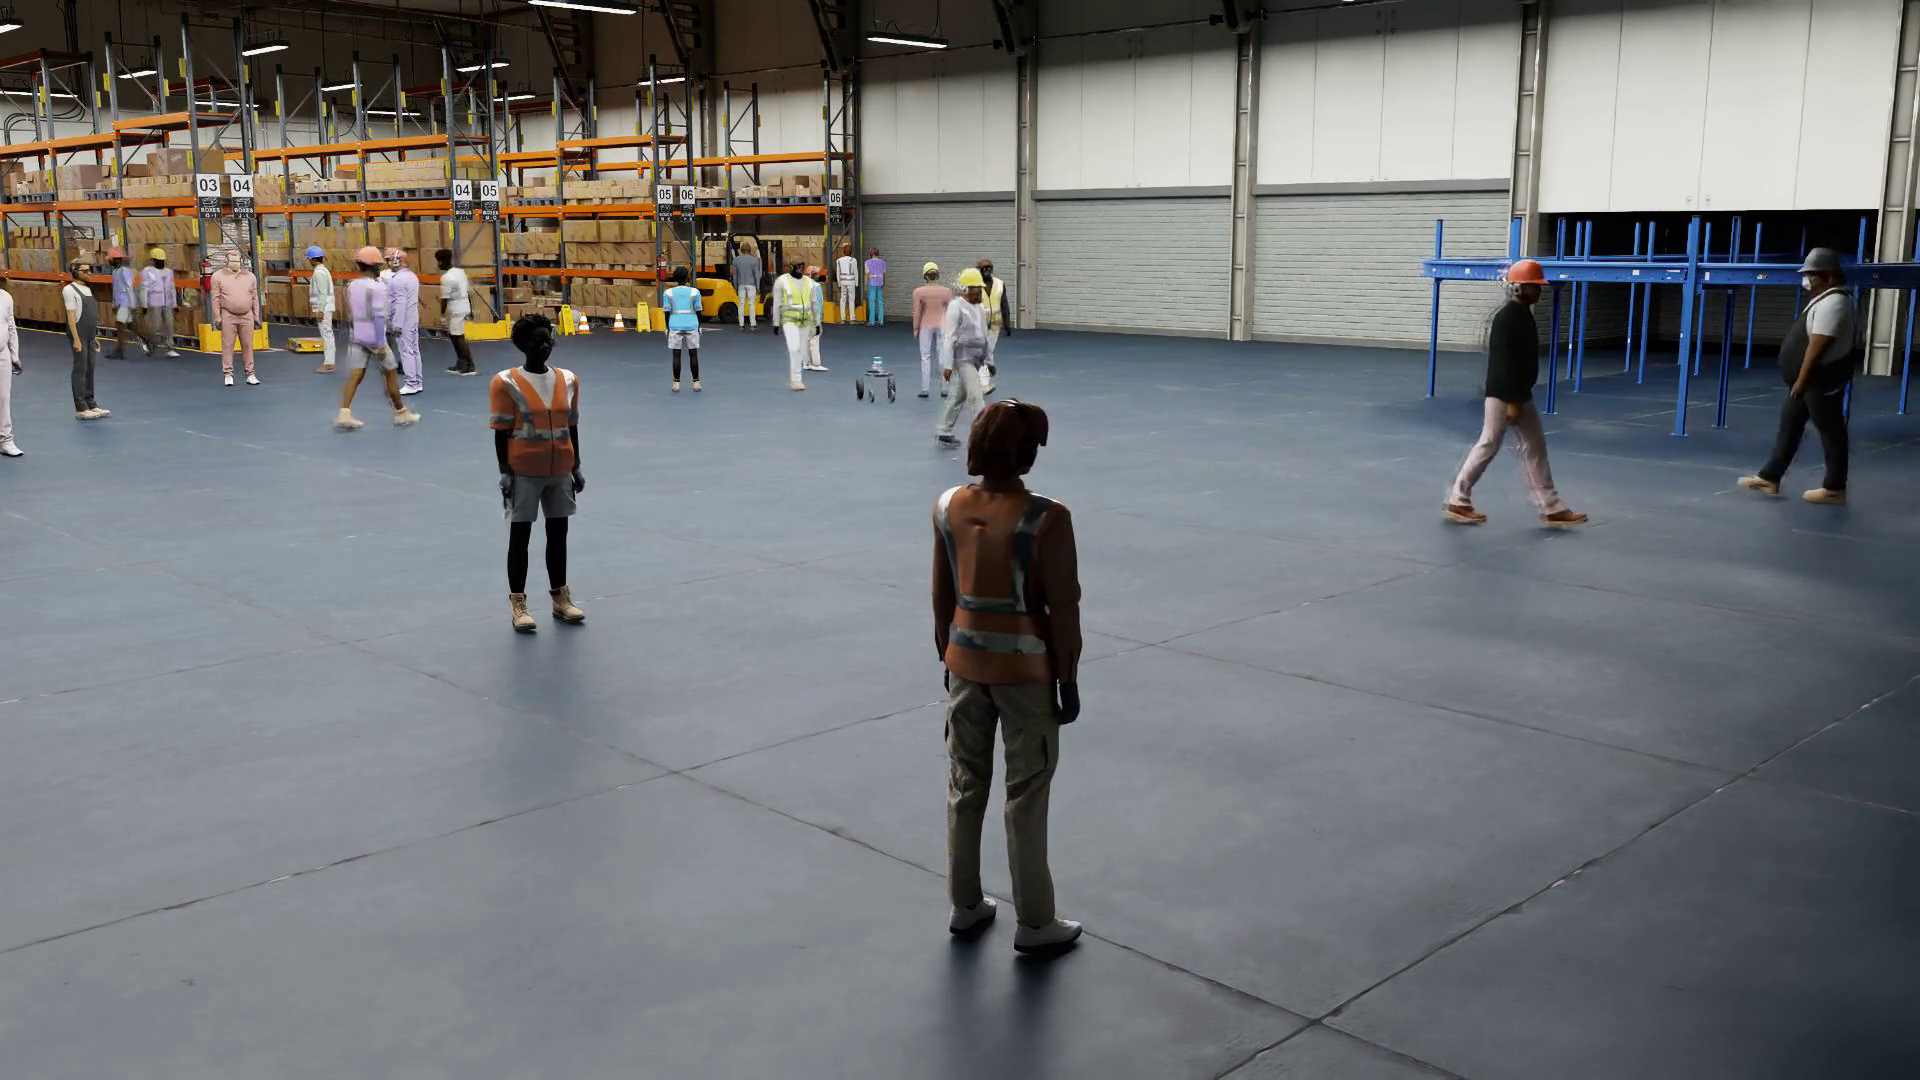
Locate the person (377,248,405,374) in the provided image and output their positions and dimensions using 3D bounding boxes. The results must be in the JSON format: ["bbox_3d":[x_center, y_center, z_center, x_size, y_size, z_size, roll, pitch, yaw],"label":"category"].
[{"bbox_3d":[-8.722,-3.536,25.650,0.547,1.912,0.683,-7,12,-32],"label":"person"}]

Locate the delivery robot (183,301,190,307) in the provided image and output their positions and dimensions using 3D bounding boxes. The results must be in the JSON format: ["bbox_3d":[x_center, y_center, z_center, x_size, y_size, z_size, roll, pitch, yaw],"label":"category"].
[{"bbox_3d":[-19.828,-5.926,42.256,0.477,0.478,0.707,-8,13,-39],"label":"delivery robot"}]

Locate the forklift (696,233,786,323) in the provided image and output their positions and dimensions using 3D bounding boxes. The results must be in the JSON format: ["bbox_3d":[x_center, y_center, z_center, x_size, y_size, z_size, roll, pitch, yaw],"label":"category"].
[{"bbox_3d":[-5.496,-6.489,41.108,2.313,2.155,1.214,-10,14,-44],"label":"forklift"}]

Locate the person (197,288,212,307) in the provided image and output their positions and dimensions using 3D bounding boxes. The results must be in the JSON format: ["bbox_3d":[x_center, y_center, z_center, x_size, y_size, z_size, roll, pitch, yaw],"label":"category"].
[{"bbox_3d":[-17.285,-5.849,38.275,0.953,1.901,0.605,8,13,36],"label":"person"}]

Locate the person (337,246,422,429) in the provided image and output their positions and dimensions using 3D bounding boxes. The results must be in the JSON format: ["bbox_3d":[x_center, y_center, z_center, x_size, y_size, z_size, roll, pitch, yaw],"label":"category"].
[{"bbox_3d":[-6.481,-2.222,18.298,0.623,1.994,1.032,7,13,34],"label":"person"}]

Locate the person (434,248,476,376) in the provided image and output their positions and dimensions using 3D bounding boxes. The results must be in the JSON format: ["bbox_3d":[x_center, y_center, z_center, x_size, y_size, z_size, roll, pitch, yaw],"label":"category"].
[{"bbox_3d":[-7.617,-3.444,25.121,0.507,1.923,0.673,1,10,4],"label":"person"}]

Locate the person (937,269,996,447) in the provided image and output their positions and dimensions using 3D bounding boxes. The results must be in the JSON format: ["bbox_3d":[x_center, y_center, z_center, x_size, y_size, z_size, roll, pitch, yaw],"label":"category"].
[{"bbox_3d":[0.122,-1.780,16.440,0.922,1.782,0.616,6,12,28],"label":"person"}]

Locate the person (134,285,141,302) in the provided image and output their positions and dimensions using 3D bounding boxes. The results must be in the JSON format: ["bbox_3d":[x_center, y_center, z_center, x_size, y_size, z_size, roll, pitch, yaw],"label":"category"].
[{"bbox_3d":[-20.963,-6.402,42.048,0.500,1.633,0.286,-7,13,-35],"label":"person"}]

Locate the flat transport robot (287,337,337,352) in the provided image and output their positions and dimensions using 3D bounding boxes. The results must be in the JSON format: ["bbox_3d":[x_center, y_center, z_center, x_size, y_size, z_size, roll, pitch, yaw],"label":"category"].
[{"bbox_3d":[-11.954,-3.605,30.633,0.652,0.197,1.431,-6,12,-29],"label":"flat transport robot"}]

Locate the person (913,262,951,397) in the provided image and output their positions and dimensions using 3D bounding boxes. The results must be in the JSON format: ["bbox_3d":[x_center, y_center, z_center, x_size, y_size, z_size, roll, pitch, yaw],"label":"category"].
[{"bbox_3d":[-0.367,-2.757,21.833,0.522,1.763,0.320,-3,11,-15],"label":"person"}]

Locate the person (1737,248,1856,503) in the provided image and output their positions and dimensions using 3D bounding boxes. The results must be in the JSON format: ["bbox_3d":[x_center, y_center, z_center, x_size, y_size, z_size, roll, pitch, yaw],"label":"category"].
[{"bbox_3d":[6.716,-1.309,13.282,0.904,2.000,0.704,4,11,22],"label":"person"}]

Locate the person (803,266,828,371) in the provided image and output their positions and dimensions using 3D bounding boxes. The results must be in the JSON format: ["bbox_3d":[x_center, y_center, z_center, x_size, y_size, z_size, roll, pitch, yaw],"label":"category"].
[{"bbox_3d":[-2.307,-3.465,26.022,0.311,1.639,0.512,-8,13,-39],"label":"person"}]

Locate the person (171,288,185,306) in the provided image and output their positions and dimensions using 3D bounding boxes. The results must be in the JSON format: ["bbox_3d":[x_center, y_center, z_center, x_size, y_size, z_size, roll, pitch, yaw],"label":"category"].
[{"bbox_3d":[-17.245,-5.405,36.463,0.476,1.681,0.543,10,14,44],"label":"person"}]

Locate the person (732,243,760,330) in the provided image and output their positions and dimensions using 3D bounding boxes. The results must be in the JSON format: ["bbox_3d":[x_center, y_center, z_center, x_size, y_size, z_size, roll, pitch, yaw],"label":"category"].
[{"bbox_3d":[-4.779,-5.684,37.301,0.636,1.938,0.362,2,11,11],"label":"person"}]

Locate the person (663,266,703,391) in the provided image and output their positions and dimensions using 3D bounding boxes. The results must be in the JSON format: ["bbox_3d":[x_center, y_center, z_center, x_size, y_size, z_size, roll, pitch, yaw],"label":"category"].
[{"bbox_3d":[-3.765,-2.872,22.641,0.531,1.692,0.320,-2,11,-9],"label":"person"}]

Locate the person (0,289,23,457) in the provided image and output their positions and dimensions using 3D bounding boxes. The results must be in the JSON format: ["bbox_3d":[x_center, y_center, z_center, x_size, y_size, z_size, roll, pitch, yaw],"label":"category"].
[{"bbox_3d":[-9.283,-1.731,15.848,0.407,1.904,0.639,8,13,38],"label":"person"}]

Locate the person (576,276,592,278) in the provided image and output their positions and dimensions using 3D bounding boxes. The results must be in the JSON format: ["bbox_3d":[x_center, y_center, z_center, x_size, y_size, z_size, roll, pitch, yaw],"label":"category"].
[{"bbox_3d":[-10.339,-7.109,45.638,0.483,1.737,0.320,4,11,20],"label":"person"}]

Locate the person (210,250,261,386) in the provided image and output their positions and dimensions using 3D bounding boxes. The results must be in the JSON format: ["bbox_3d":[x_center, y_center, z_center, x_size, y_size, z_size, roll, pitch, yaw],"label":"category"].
[{"bbox_3d":[-10.250,-3.151,23.593,0.639,1.902,0.407,-8,13,-38],"label":"person"}]

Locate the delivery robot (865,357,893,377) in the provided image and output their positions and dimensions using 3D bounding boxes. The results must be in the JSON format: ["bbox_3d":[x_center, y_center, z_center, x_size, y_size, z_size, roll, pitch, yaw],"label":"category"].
[{"bbox_3d":[-1.065,-2.252,21.515,0.335,0.223,0.698,-2,10,-10],"label":"delivery robot"}]

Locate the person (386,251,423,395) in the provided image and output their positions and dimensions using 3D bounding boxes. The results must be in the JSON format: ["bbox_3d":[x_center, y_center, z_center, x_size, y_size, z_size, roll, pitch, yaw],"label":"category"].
[{"bbox_3d":[-7.432,-2.896,22.189,0.401,1.906,0.650,0,10,0],"label":"person"}]

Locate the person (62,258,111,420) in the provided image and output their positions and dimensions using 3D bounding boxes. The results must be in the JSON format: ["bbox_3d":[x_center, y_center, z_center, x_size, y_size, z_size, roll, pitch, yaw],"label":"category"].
[{"bbox_3d":[-10.164,-2.338,19.309,0.344,1.847,0.504,-1,10,-4],"label":"person"}]

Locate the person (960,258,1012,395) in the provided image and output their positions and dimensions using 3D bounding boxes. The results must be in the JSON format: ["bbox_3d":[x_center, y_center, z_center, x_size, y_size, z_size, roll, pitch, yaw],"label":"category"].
[{"bbox_3d":[0.379,-2.817,22.070,0.627,1.796,0.939,-4,11,-23],"label":"person"}]

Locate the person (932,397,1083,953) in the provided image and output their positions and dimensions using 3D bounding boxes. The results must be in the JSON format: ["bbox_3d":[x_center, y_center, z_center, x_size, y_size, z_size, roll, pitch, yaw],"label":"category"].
[{"bbox_3d":[0.134,0.402,4.930,0.514,1.641,0.308,8,13,36],"label":"person"}]

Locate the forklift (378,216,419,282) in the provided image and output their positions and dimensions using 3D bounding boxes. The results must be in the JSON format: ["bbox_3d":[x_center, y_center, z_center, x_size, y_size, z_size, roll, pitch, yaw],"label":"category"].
[{"bbox_3d":[-17.868,-9.201,54.028,1.873,2.768,1.129,-10,14,-44],"label":"forklift"}]

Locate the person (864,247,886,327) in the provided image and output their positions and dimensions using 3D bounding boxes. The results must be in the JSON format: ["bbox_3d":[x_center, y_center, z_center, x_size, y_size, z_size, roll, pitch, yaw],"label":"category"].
[{"bbox_3d":[-1.964,-5.893,38.726,0.563,1.838,0.378,-8,13,-38],"label":"person"}]

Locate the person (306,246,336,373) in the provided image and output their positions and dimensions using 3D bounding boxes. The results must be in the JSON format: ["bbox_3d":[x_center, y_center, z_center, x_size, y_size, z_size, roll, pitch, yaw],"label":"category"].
[{"bbox_3d":[-9.890,-3.573,25.777,0.402,1.944,0.605,-3,11,-15],"label":"person"}]

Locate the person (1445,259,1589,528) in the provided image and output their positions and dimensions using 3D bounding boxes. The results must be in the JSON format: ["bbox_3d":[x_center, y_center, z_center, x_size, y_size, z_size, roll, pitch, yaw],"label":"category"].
[{"bbox_3d":[4.049,-1.058,12.085,1.001,1.940,0.636,9,14,41],"label":"person"}]

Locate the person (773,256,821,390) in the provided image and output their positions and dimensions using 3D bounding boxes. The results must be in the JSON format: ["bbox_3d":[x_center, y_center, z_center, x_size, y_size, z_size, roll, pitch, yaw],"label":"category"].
[{"bbox_3d":[-2.168,-2.950,22.707,0.661,1.818,0.727,-7,13,-35],"label":"person"}]

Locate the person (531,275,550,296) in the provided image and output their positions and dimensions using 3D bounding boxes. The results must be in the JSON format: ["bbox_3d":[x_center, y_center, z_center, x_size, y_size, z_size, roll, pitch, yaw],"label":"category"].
[{"bbox_3d":[-11.134,-6.984,44.158,0.623,2.031,0.543,-9,14,-41],"label":"person"}]

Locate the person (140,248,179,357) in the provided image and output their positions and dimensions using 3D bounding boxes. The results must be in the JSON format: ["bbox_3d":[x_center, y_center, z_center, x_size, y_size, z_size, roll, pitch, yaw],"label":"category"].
[{"bbox_3d":[-14.026,-4.152,29.062,0.649,1.900,0.621,6,12,28],"label":"person"}]

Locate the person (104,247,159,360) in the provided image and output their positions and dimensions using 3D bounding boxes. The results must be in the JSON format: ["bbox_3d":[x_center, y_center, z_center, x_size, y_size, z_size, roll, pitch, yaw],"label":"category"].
[{"bbox_3d":[-14.365,-4.092,28.738,0.880,1.908,0.552,-9,14,-42],"label":"person"}]

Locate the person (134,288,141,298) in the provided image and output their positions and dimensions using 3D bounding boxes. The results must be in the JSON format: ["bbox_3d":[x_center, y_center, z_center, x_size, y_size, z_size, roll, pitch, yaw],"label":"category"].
[{"bbox_3d":[-22.145,-6.957,44.465,0.591,1.874,0.603,-8,13,-37],"label":"person"}]

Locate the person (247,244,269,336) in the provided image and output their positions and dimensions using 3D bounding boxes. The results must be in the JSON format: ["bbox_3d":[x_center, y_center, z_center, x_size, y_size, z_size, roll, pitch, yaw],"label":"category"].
[{"bbox_3d":[-14.880,-5.274,35.090,0.396,1.939,0.554,8,13,36],"label":"person"}]

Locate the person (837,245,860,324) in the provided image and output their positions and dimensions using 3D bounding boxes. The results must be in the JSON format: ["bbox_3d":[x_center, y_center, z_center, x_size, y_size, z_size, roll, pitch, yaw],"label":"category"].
[{"bbox_3d":[-2.671,-6.109,39.777,0.575,1.882,0.355,5,12,27],"label":"person"}]

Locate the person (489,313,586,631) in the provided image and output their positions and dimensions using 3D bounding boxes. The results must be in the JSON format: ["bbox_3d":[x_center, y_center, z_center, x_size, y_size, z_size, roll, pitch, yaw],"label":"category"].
[{"bbox_3d":[-2.275,-0.374,8.999,0.536,1.699,0.318,-10,14,-42],"label":"person"}]
